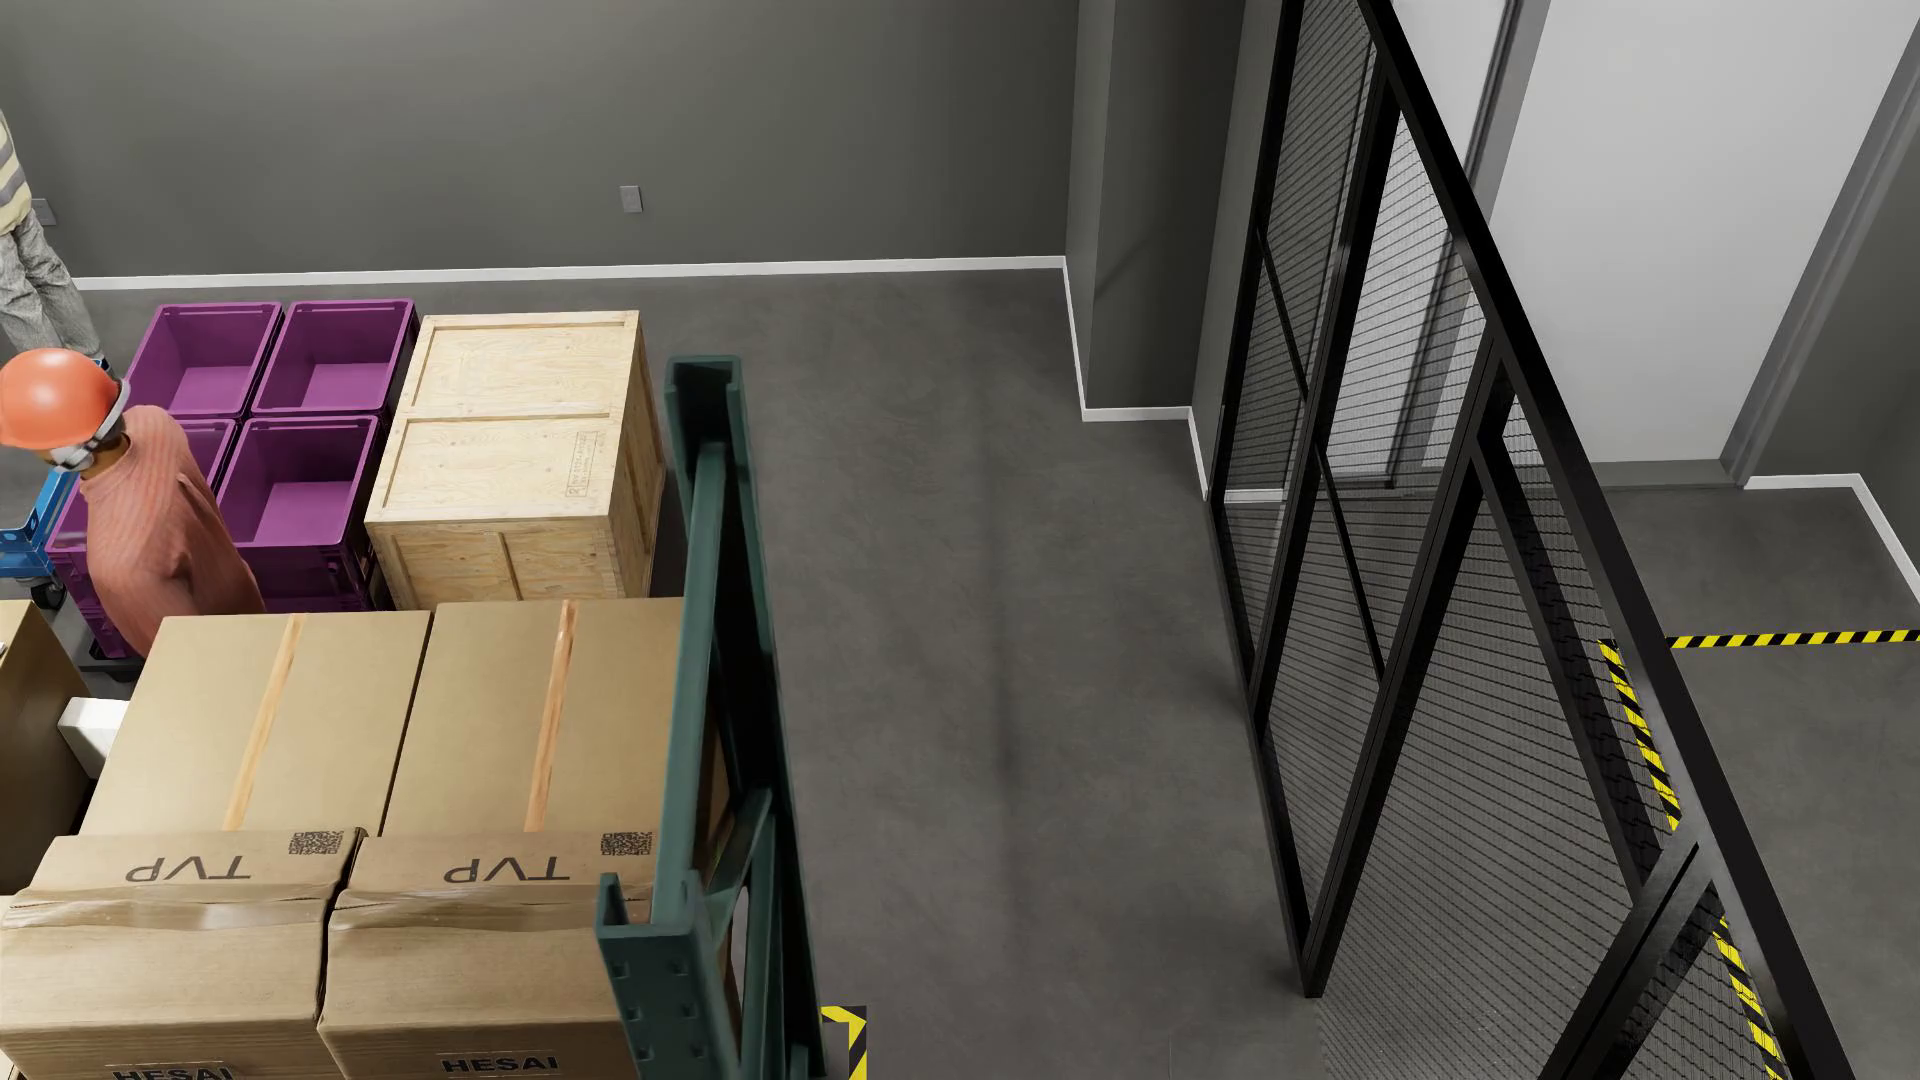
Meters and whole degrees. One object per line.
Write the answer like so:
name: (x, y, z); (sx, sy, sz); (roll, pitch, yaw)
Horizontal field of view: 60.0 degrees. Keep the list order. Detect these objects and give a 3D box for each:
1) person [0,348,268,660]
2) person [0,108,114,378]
person: (-2.050, 0.268, 4.464); (0.397, 1.992, 0.613); (-10, 47, -10)
person: (-3.540, -1.183, 5.966); (0.403, 1.822, 0.589); (1, 46, 1)
